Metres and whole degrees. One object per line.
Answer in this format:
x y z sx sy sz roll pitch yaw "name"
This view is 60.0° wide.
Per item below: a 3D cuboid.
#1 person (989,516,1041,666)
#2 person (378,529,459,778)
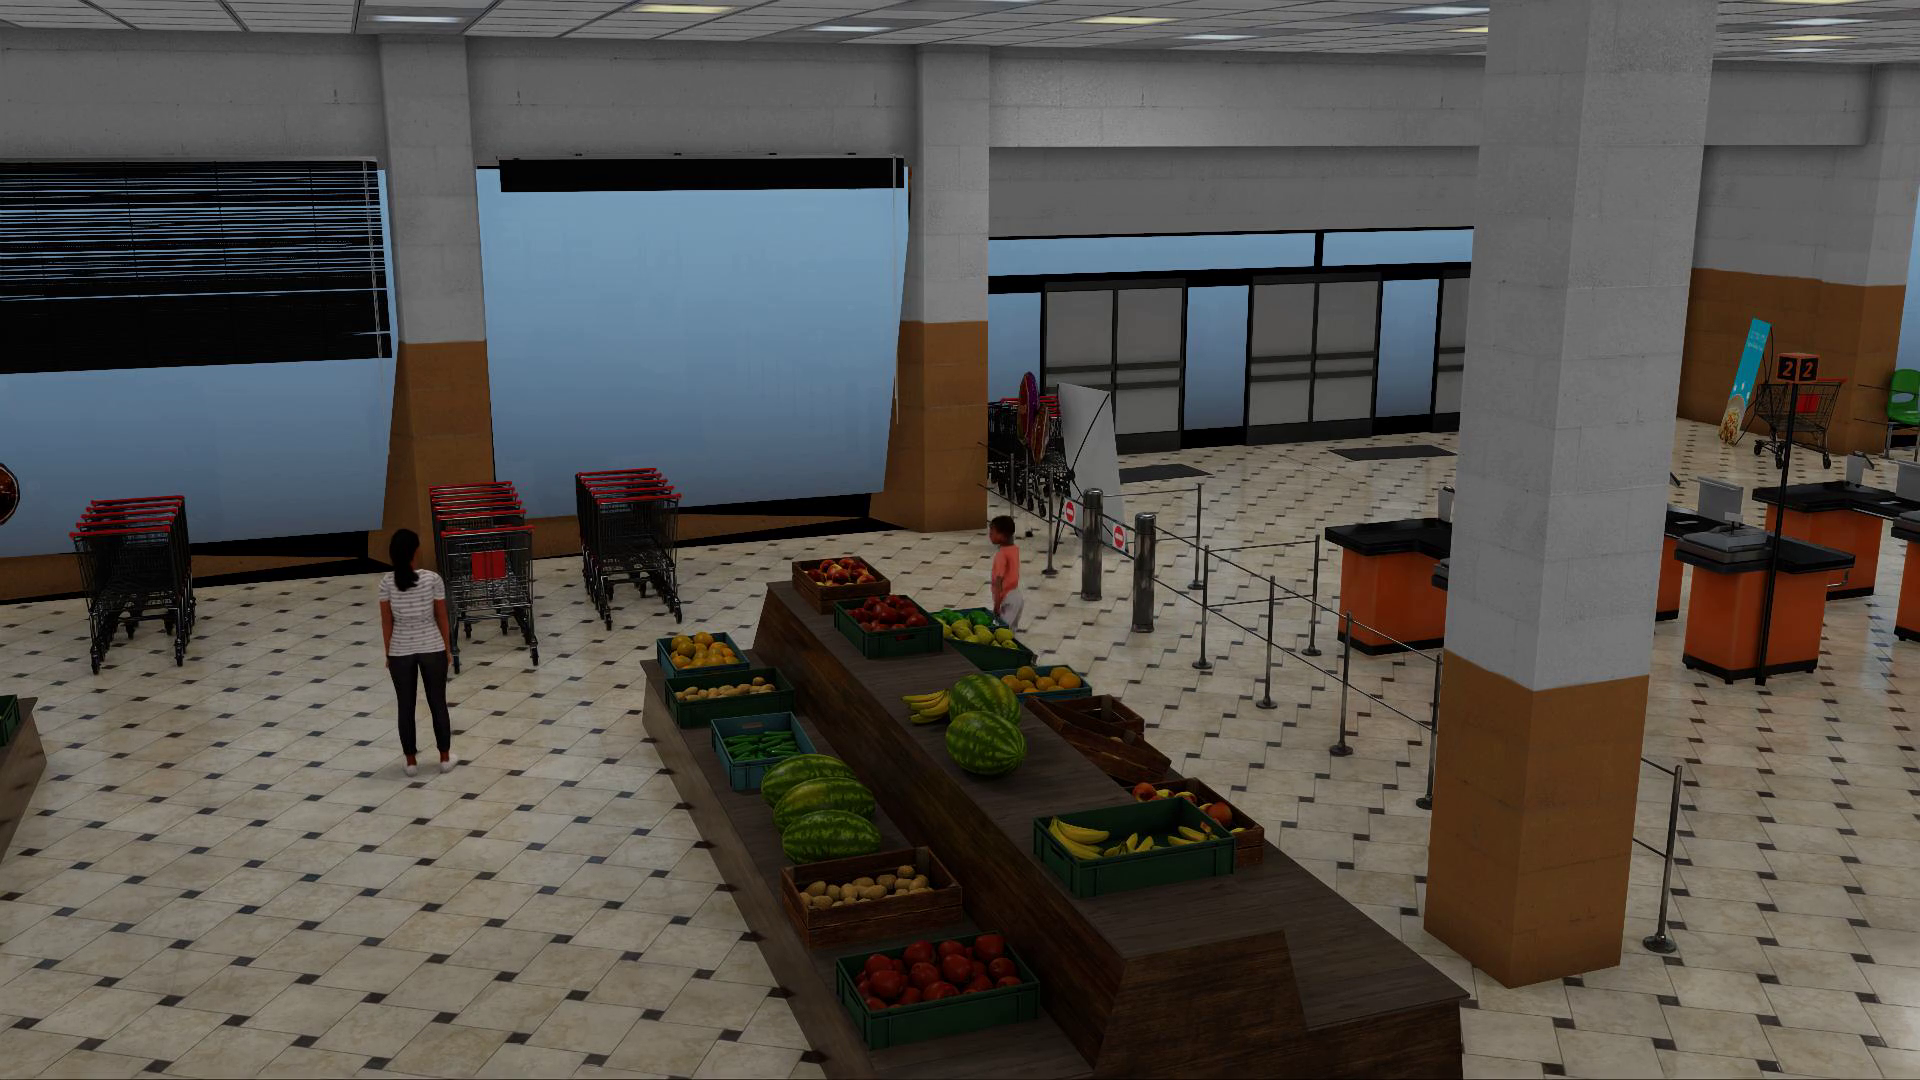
0.417 0.462 12.729 0.780 1.302 0.726 5 15 21 "person"
-3.556 0.733 10.890 0.584 1.642 0.532 -3 14 -14 "person"
